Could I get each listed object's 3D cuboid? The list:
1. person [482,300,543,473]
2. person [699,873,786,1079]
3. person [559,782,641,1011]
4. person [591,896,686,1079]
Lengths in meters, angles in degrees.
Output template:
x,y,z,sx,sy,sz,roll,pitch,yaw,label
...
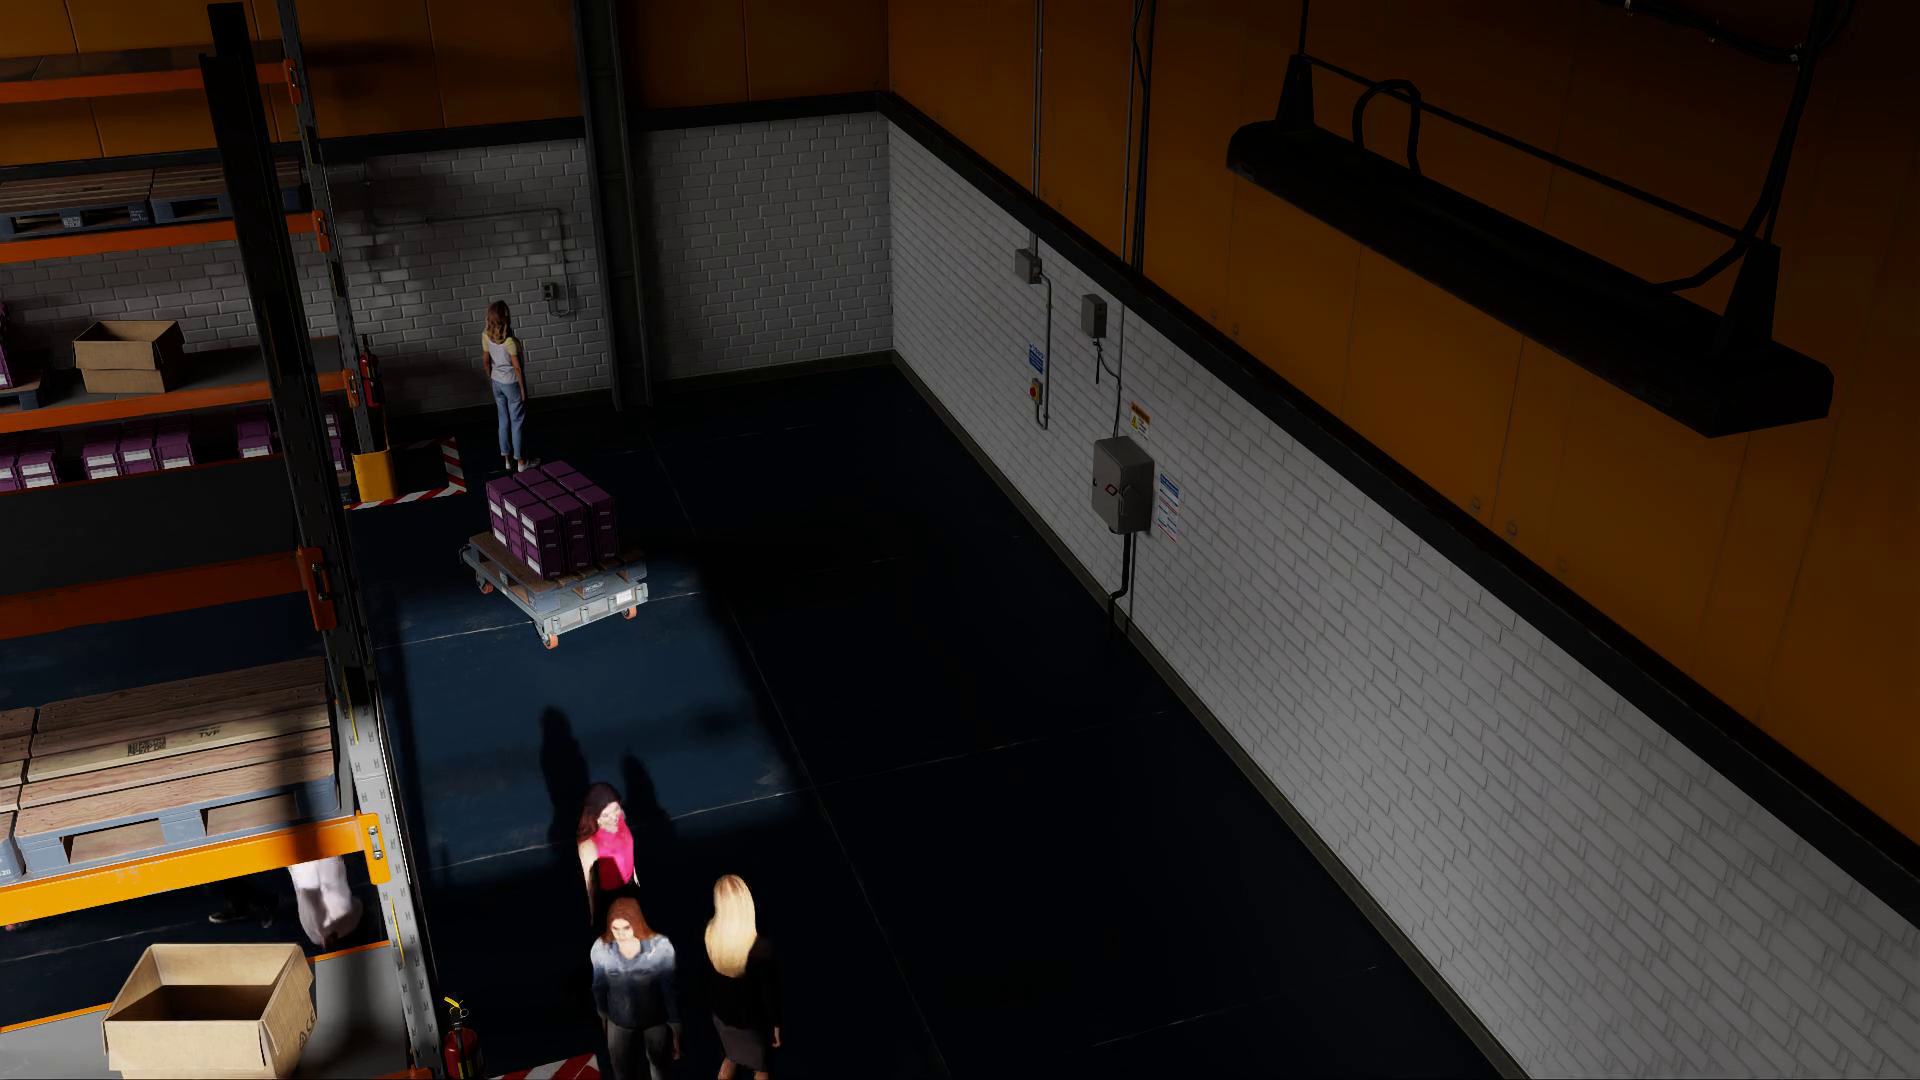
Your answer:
x,y,z,sx,sy,sz,roll,pitch,yaw,label
-4.366,-1.488,16.064,0.705,1.722,0.745,15,32,26,person
-1.170,2.544,8.572,0.934,1.818,0.986,12,31,21,person
-2.071,2.078,9.600,0.864,1.651,0.761,4,29,8,person
-1.681,2.487,8.824,0.913,1.677,0.833,-3,29,-6,person
